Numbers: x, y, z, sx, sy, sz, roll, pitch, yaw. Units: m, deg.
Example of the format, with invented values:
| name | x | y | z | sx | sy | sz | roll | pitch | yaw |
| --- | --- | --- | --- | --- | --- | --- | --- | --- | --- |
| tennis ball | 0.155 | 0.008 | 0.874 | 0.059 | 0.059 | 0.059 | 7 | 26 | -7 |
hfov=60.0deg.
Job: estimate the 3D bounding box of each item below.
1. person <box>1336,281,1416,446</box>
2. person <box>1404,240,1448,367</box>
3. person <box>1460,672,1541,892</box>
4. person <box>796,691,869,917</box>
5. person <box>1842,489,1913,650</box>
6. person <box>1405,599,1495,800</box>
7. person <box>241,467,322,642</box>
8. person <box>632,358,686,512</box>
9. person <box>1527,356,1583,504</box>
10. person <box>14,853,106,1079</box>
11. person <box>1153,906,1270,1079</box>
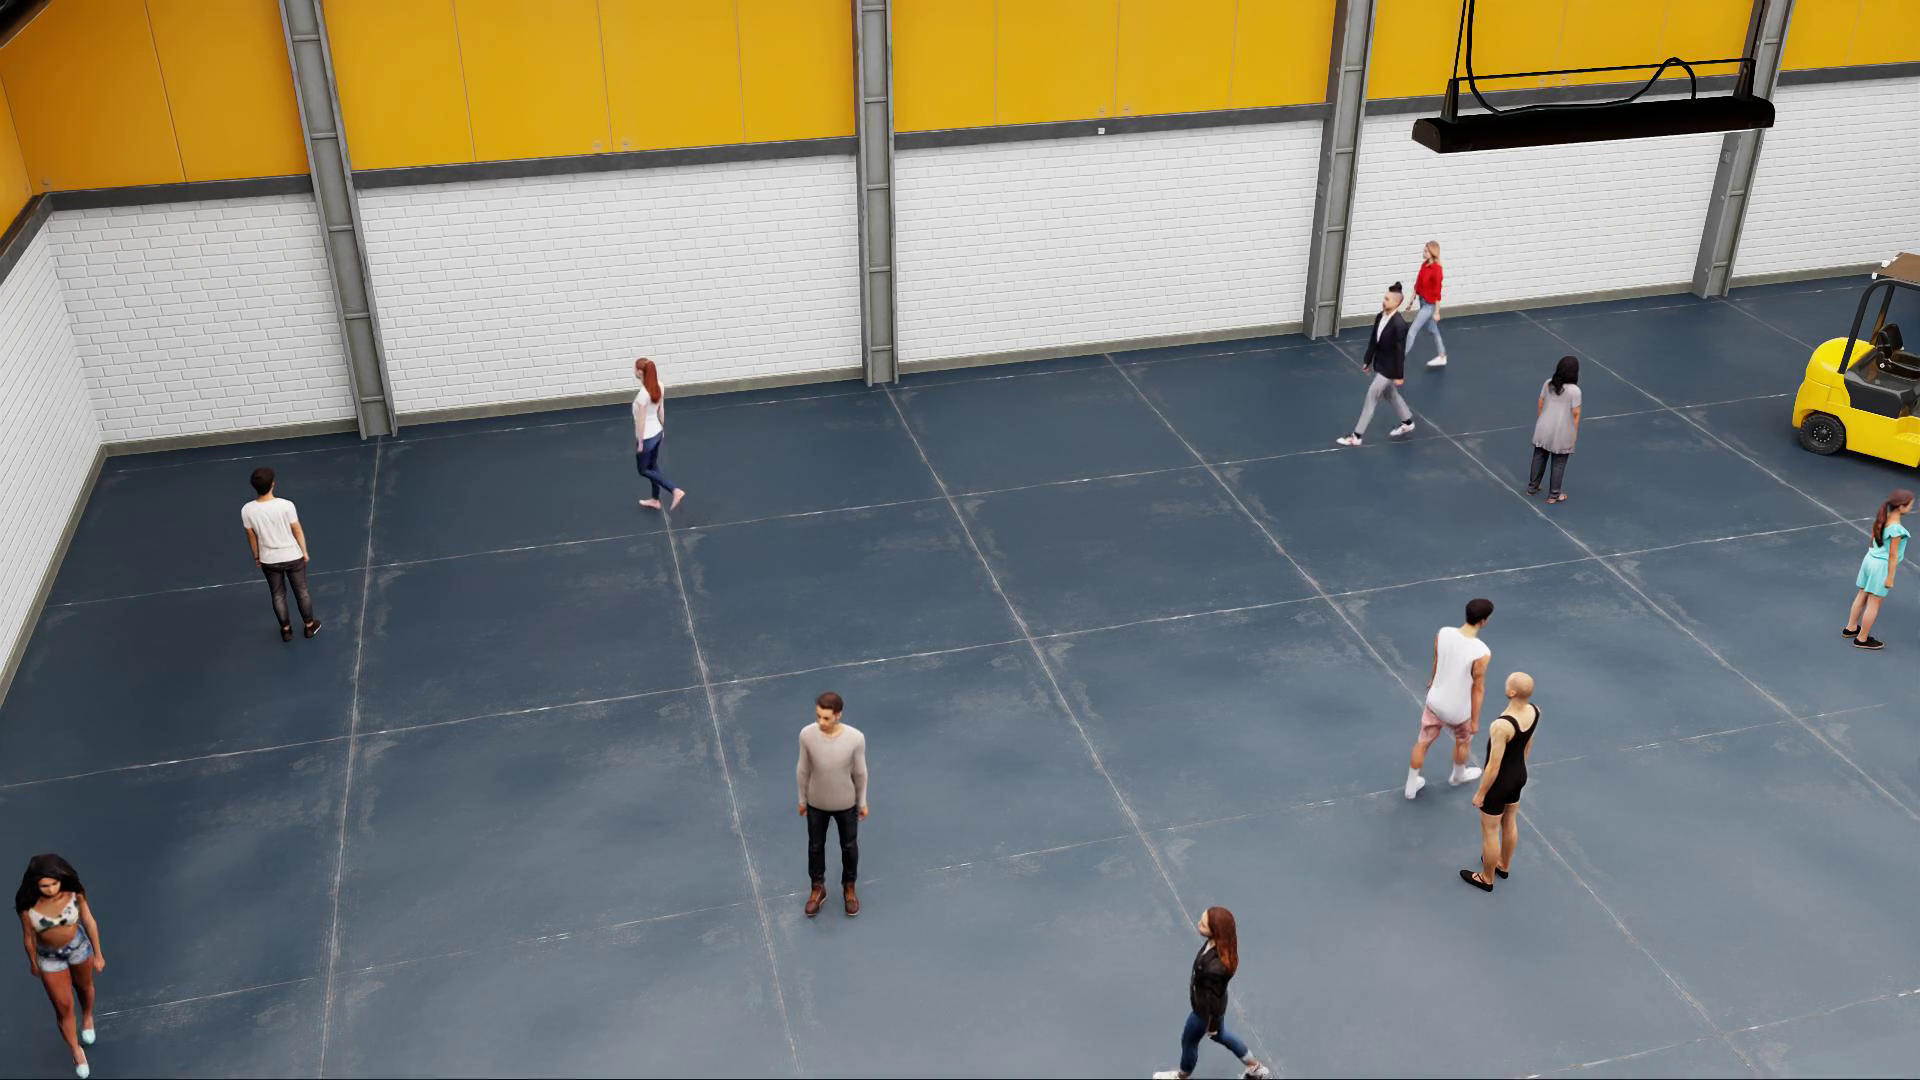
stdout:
| name | x | y | z | sx | sy | sz | roll | pitch | yaw |
| --- | --- | --- | --- | --- | --- | --- | --- | --- | --- |
| person | 4.898 | -1.971 | 18.764 | 1.227 | 1.904 | 0.734 | -6 | 29 | -12 |
| person | 5.885 | -2.888 | 20.707 | 1.130 | 1.652 | 0.707 | -5 | 29 | -9 |
| person | 3.942 | 1.744 | 12.047 | 0.594 | 1.814 | 0.775 | -21 | 35 | -33 |
| person | -0.906 | 1.843 | 11.814 | 0.621 | 1.863 | 0.779 | 1 | 29 | 3 |
| person | 8.333 | 0.241 | 15.069 | 0.608 | 1.559 | 0.596 | -1 | 29 | -2 |
| person | 3.769 | 1.298 | 12.947 | 1.086 | 1.736 | 0.965 | -21 | 35 | -33 |
| person | -6.184 | 0.122 | 15.116 | 0.469 | 1.722 | 0.687 | -6 | 29 | -11 |
| person | -3.143 | -1.049 | 17.261 | 0.955 | 1.725 | 0.849 | 10 | 30 | 17 |
| person | 6.320 | -1.188 | 17.636 | 0.790 | 1.610 | 0.749 | -22 | 35 | -34 |
| person | -5.738 | 2.622 | 10.671 | 0.794 | 1.590 | 0.776 | -16 | 33 | -27 |
| person | 1.630 | 2.882 | 10.331 | 1.027 | 1.460 | 0.855 | 7 | 29 | 13 |
